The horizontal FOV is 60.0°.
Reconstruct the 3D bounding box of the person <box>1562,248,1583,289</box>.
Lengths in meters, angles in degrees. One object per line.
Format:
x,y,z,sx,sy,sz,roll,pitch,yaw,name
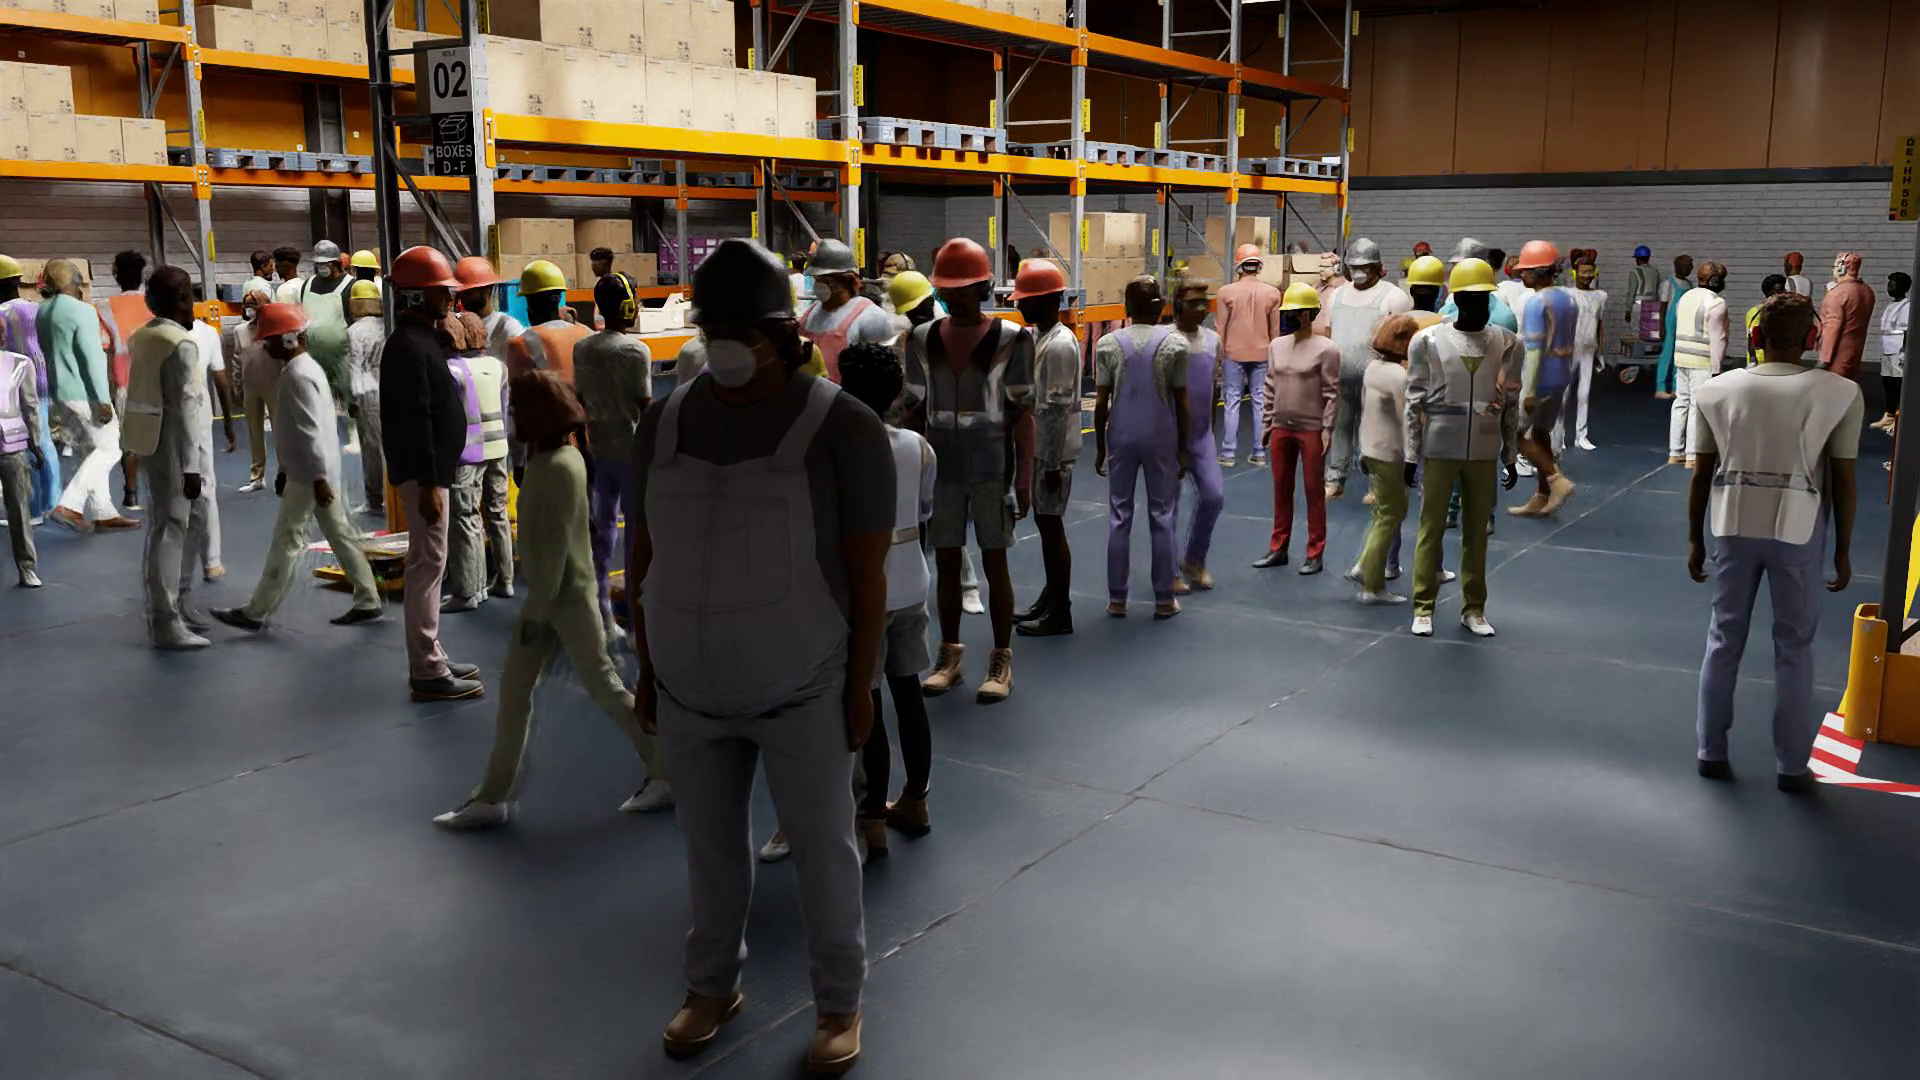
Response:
10.006,-3.816,27.211,0.362,1.883,0.575,5,11,26,person

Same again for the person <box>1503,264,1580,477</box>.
4.966,-1.487,14.268,0.644,1.901,0.399,-4,11,-21,person

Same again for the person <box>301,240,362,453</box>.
-5.987,-1.842,15.834,0.679,2.000,0.535,2,10,12,person

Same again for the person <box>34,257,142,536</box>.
-5.989,-0.961,11.327,0.652,1.905,0.574,8,13,37,person

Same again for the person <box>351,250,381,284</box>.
-5.999,-1.954,16.805,0.390,1.920,0.587,-7,12,-34,person

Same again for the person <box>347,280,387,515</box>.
-4.357,-1.055,12.347,0.327,1.730,0.490,4,11,23,person

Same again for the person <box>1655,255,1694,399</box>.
9.144,-2.712,21.230,0.510,1.839,0.342,-5,11,-24,person

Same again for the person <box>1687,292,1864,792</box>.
2.979,0.011,6.148,0.562,1.836,0.386,8,13,36,person

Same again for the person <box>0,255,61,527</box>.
-6.682,-1.055,11.812,0.398,1.920,0.585,0,10,3,person

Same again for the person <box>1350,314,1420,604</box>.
2.401,-0.439,9.219,0.364,1.618,0.530,-2,10,-10,person

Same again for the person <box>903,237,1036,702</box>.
0.025,-0.298,7.318,0.611,2.032,0.411,4,11,20,person

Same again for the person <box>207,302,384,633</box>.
-3.452,-0.367,8.585,0.861,1.701,0.569,-3,11,-15,person

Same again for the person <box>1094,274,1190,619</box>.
0.966,-0.490,8.895,0.506,1.842,0.344,2,10,12,person

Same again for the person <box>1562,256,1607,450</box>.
5.987,-1.798,16.071,0.514,1.872,0.328,-1,10,-4,person

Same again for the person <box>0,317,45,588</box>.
-5.581,-0.516,9.610,0.514,1.637,0.314,-6,12,-32,person

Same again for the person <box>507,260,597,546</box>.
-2.132,-0.498,8.745,0.393,1.919,0.582,8,13,38,person

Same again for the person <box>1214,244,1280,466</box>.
2.560,-1.651,14.936,0.615,1.987,0.407,-2,10,-9,person

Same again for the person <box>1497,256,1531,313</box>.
6.316,-2.309,18.970,0.570,1.841,0.373,-3,11,-17,person

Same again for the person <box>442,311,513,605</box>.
-2.698,-0.454,9.285,0.318,1.631,0.518,5,11,27,person

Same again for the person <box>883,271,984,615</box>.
-0.130,-0.540,9.110,0.625,1.861,0.720,-7,12,-34,person

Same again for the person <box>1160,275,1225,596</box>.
1.269,-0.579,9.443,0.516,1.829,0.421,-4,11,-20,person

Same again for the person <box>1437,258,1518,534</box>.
3.482,-0.977,11.450,0.399,1.900,0.646,-7,13,-35,person

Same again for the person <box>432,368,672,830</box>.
-1.381,0.201,5.753,0.846,1.594,0.499,-6,12,-30,person

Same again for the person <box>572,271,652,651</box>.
-1.672,-0.385,8.237,0.532,1.870,0.319,6,12,30,person

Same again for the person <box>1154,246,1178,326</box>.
3.172,-3.533,25.520,0.584,1.928,0.373,-7,13,-35,person

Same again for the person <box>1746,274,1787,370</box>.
7.805,-1.712,16.071,0.535,1.697,0.318,-5,11,-24,person

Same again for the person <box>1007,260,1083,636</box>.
0.428,-0.463,8.526,0.389,1.925,0.550,-1,10,-5,person

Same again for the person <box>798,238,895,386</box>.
-0.711,-0.658,9.278,0.688,2.000,0.536,8,13,38,person

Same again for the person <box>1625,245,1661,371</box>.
10.511,-3.565,25.680,0.596,1.939,0.412,-5,11,-26,person

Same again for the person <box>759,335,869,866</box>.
-0.496,0.205,5.358,0.494,1.730,0.324,3,11,16,person

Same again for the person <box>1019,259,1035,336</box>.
0.872,-2.866,22.273,0.312,1.769,0.525,4,11,20,person
